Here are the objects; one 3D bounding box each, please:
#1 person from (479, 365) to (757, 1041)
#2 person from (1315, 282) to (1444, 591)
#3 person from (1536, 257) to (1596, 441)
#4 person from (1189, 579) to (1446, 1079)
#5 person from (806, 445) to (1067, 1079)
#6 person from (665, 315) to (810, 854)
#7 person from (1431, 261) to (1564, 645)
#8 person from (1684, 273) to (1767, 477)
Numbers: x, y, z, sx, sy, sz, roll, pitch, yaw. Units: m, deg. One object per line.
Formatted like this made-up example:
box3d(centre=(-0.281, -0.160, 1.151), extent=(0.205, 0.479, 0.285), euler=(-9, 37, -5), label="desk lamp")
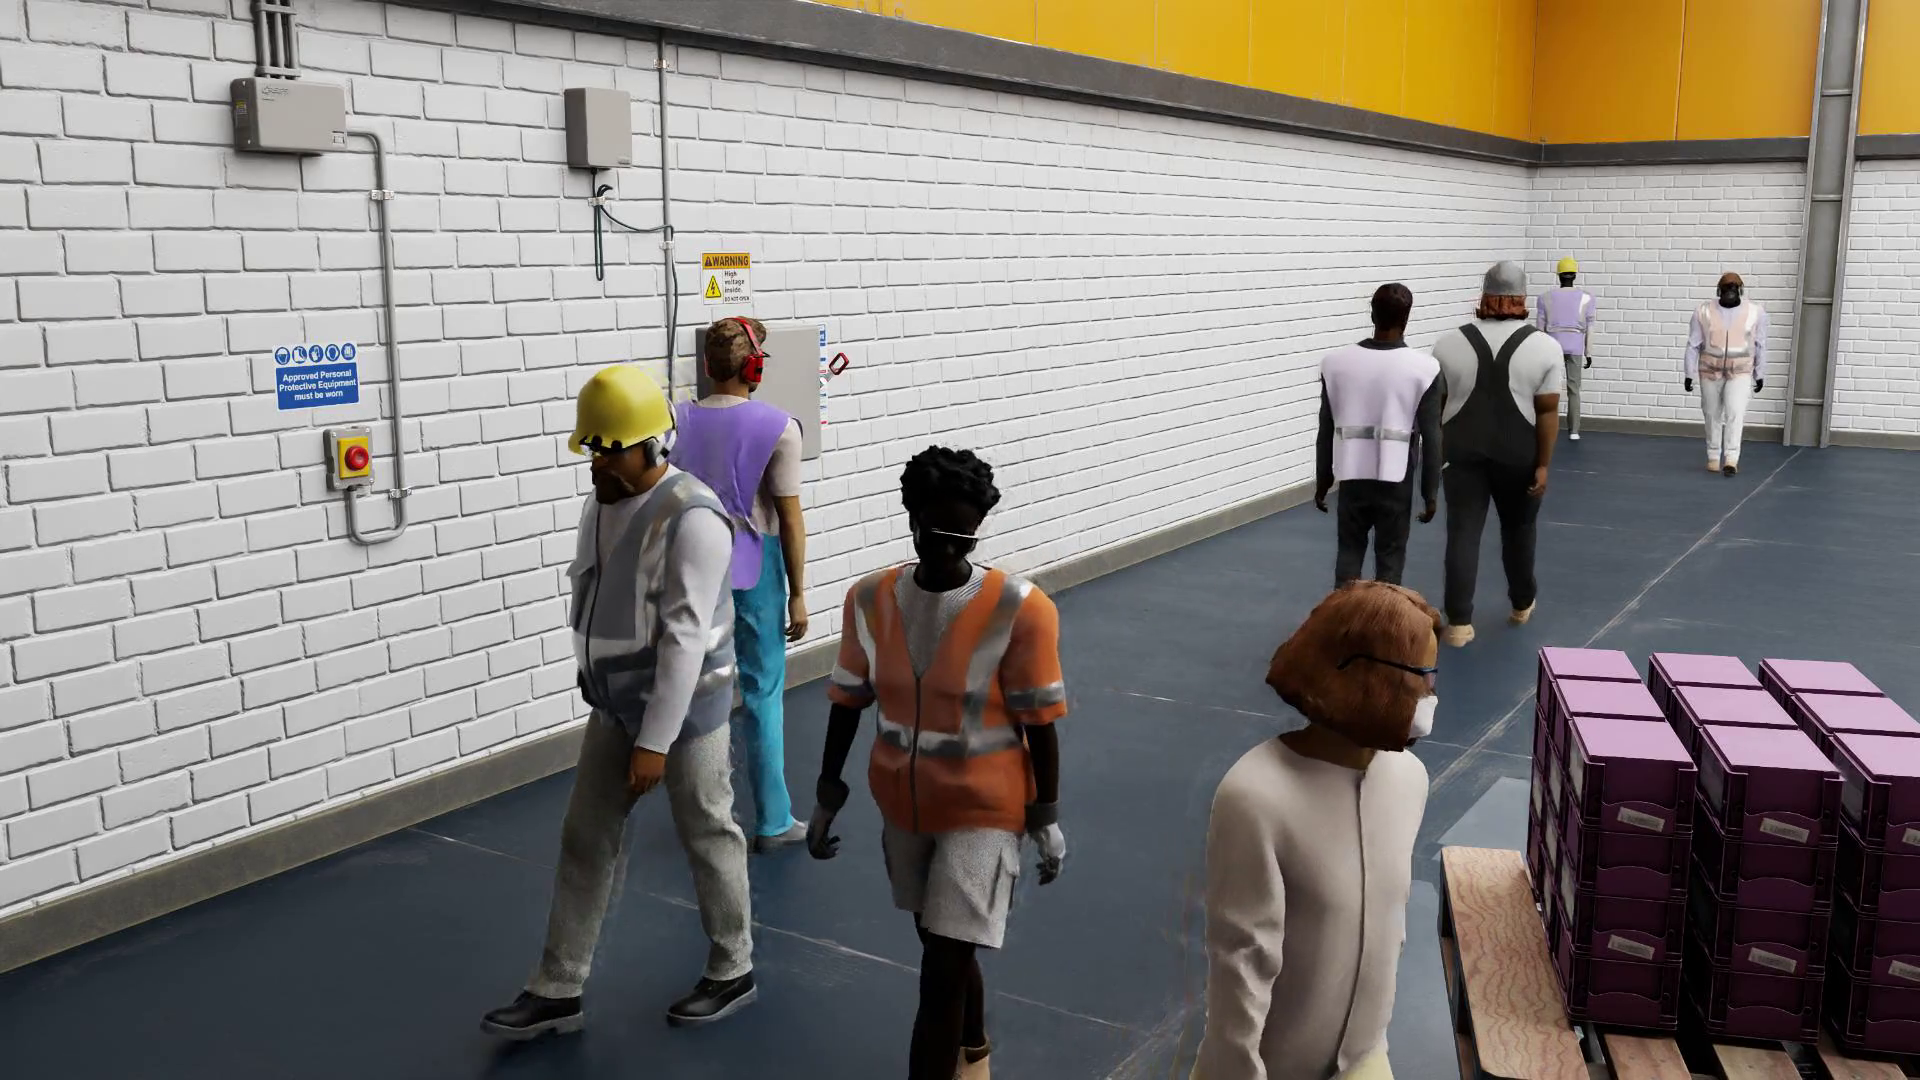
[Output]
box3d(centre=(-0.869, 0.452, 4.277), extent=(0.587, 1.782, 0.816), euler=(9, 14, 42), label="person")
box3d(centre=(2.027, -0.293, 8.083), extent=(0.612, 1.899, 0.465), euler=(5, 11, 27), label="person")
box3d(centre=(6.369, -2.008, 17.540), extent=(0.588, 1.918, 0.405), euler=(3, 11, 18), label="person")
box3d(centre=(0.520, 0.833, 2.725), extent=(0.530, 1.589, 0.855), euler=(-6, 12, -31), label="person")
box3d(centre=(-0.094, 0.622, 3.646), extent=(0.578, 1.653, 0.786), euler=(6, 12, 31), label="person")
box3d(centre=(-0.784, 0.162, 5.706), extent=(0.564, 1.846, 0.394), euler=(5, 11, 25), label="person")
box3d(centre=(2.833, -0.501, 8.846), extent=(0.695, 2.000, 1.008), euler=(5, 11, 24), label="person")
box3d(centre=(6.811, -1.468, 14.855), extent=(0.660, 1.798, 0.922), euler=(5, 11, 27), label="person")
